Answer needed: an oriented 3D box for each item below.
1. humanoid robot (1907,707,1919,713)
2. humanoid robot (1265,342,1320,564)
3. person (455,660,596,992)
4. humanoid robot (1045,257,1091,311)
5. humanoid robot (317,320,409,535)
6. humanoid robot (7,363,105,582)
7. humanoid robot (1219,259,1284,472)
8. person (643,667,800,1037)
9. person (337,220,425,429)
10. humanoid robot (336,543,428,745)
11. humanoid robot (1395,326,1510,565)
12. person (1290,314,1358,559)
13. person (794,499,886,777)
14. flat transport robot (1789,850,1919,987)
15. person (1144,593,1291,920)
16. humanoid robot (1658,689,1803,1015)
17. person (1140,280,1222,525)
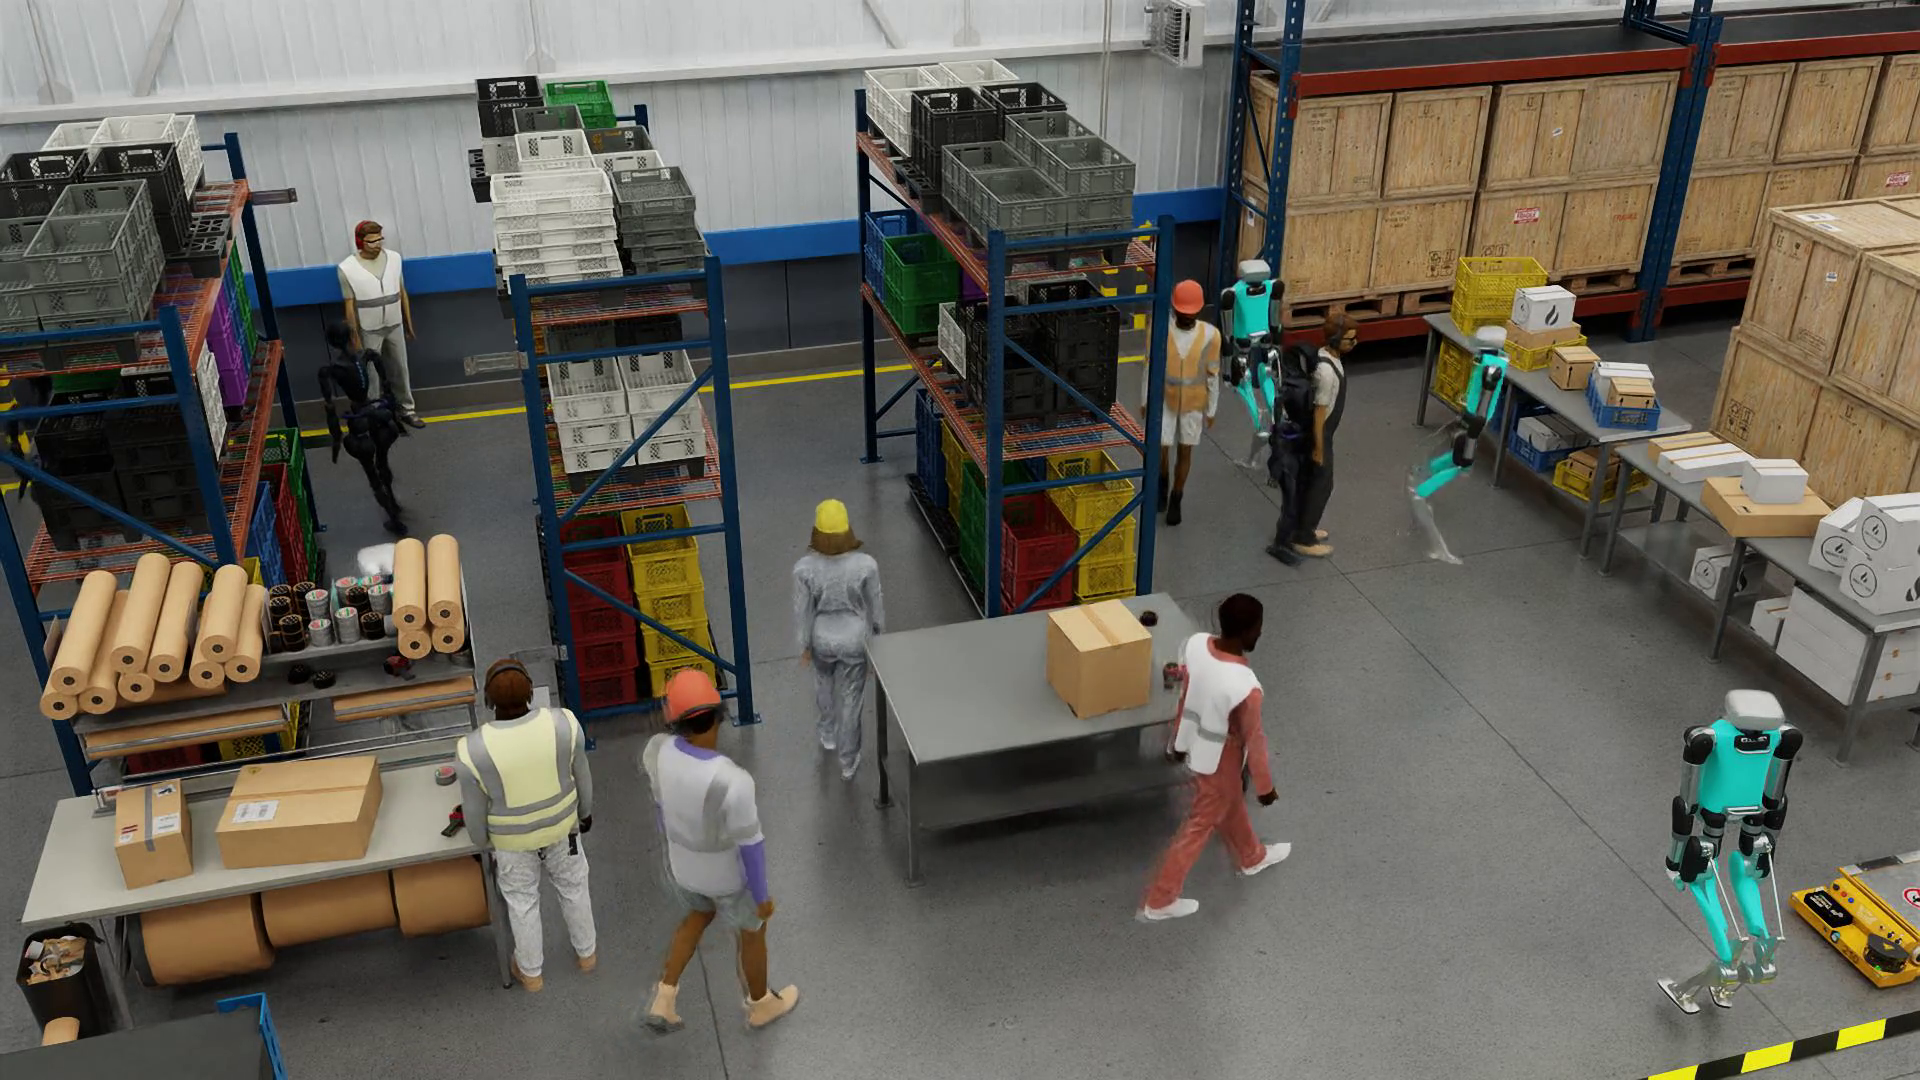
[{"bbox_3d":[6.048,0.398,9.993,0.600,1.637,0.621,-8,30,-14],"label":"humanoid robot"},{"bbox_3d":[2.409,-0.652,11.889,0.606,1.651,0.310,-24,37,-36],"label":"humanoid robot"},{"bbox_3d":[-2.070,1.373,8.029,0.619,1.845,0.430,-15,32,-25],"label":"person"},{"bbox_3d":[0.607,-1.761,13.885,0.555,1.803,0.913,-22,36,-34],"label":"humanoid robot"},{"bbox_3d":[-4.372,-0.834,12.231,0.540,1.639,0.611,20,34,31],"label":"humanoid robot"},{"bbox_3d":[-6.213,-0.414,11.456,0.600,1.645,0.507,-9,30,-15],"label":"humanoid robot"},{"bbox_3d":[2.343,-1.209,12.947,0.575,1.871,0.709,-9,30,-16],"label":"humanoid robot"},{"bbox_3d":[-1.158,1.514,7.616,0.667,2.006,0.702,19,34,31],"label":"person"},{"bbox_3d":[-4.787,-1.753,13.726,0.384,1.836,0.566,24,37,37],"label":"person"},{"bbox_3d":[-3.185,0.727,9.308,0.535,1.763,0.772,-18,33,-29],"label":"humanoid robot"},{"bbox_3d":[3.417,-0.673,11.932,0.787,1.845,0.530,8,30,15],"label":"humanoid robot"},{"bbox_3d":[2.607,-0.759,11.916,0.377,1.835,0.511,5,29,9],"label":"person"},{"bbox_3d":[-0.686,0.544,9.660,0.498,1.723,0.580,2,29,4],"label":"person"},{"bbox_3d":[5.163,1.916,8.676,1.431,0.231,0.659,-8,30,-14],"label":"flat transport robot"},{"bbox_3d":[1.374,1.098,8.508,0.975,1.864,0.598,-9,30,-17],"label":"person"},{"bbox_3d":[3.606,1.547,7.682,0.533,1.677,0.735,-2,29,-4],"label":"humanoid robot"},{"bbox_3d":[1.621,-1.003,12.266,0.568,1.923,0.416,3,29,5],"label":"person"}]
